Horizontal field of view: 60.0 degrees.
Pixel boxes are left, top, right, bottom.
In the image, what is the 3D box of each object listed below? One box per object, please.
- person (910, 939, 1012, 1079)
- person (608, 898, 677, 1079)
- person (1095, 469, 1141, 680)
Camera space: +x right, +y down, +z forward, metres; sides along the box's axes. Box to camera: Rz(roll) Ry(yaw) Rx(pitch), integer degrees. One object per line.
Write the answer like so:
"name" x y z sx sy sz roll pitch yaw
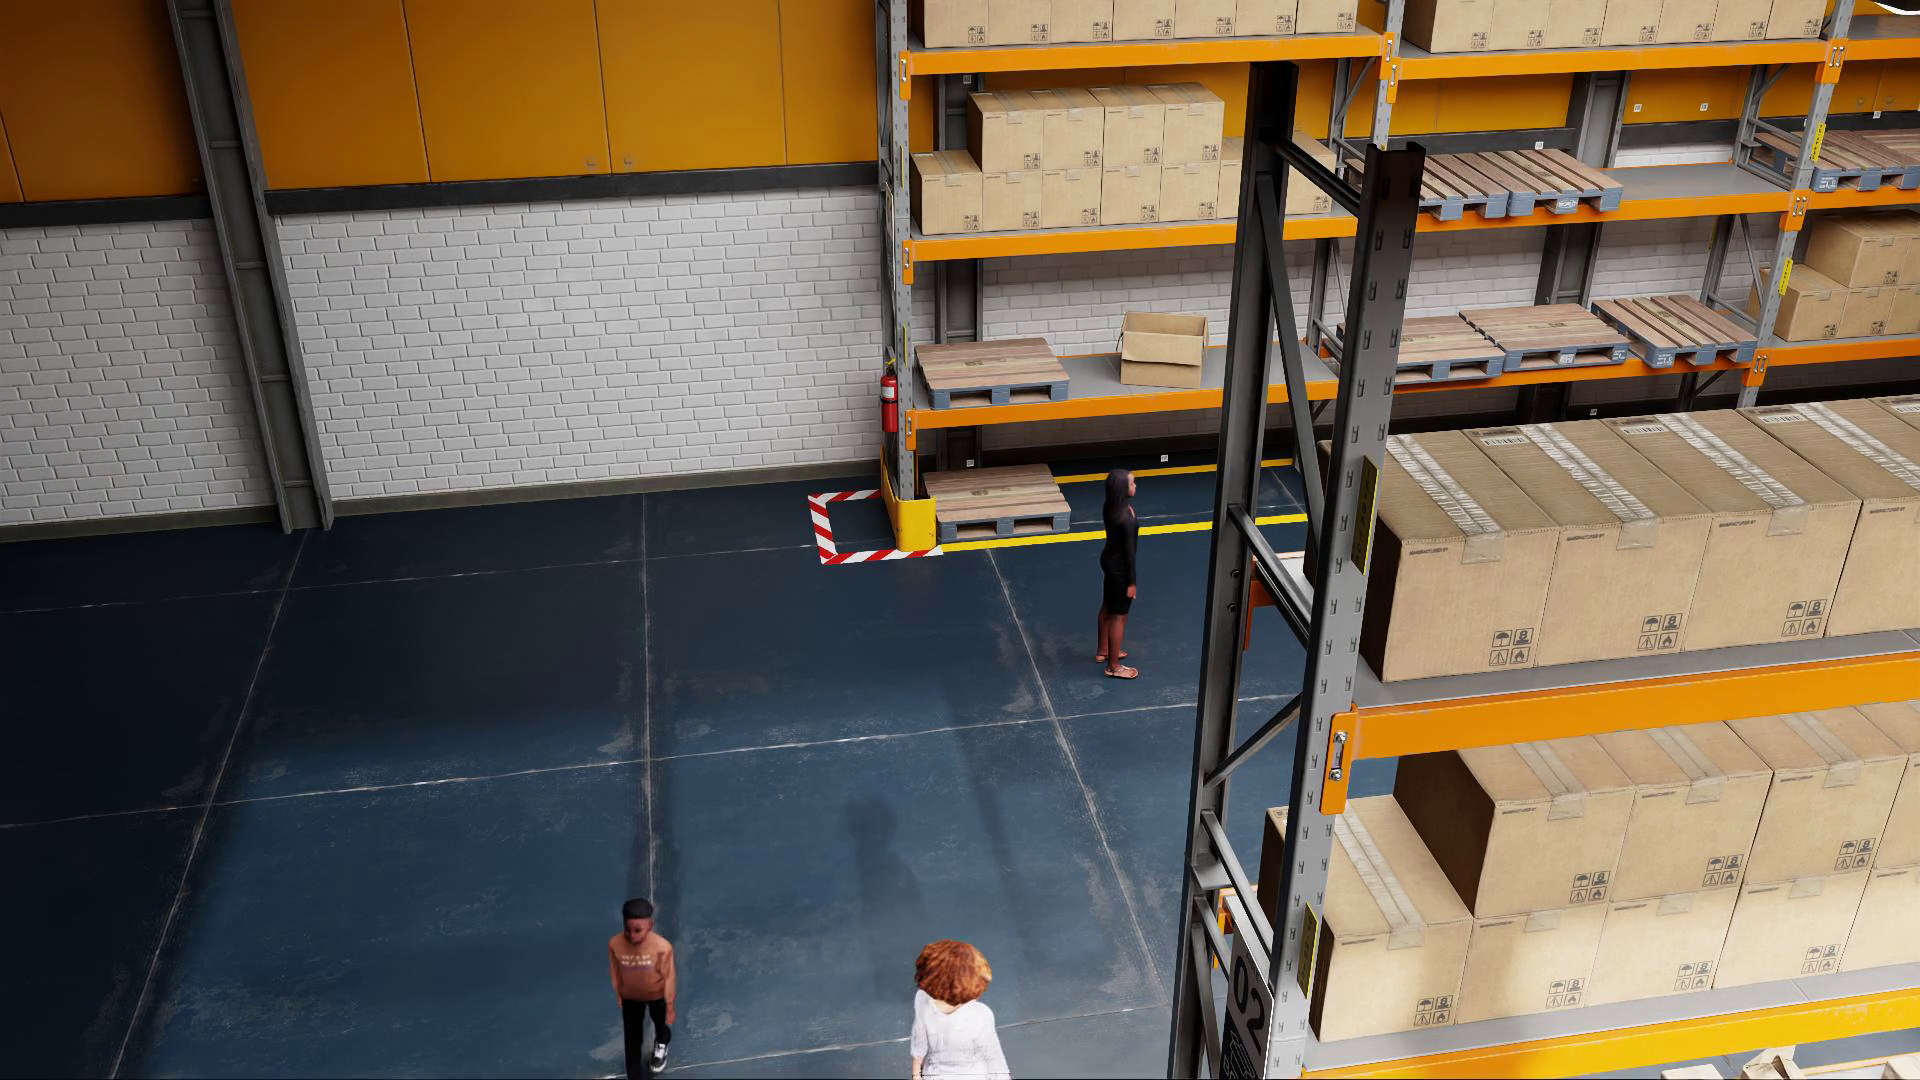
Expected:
"person" -0.084 2.710 8.139 0.971 1.684 1.084 25 37 38
"person" -1.702 2.433 9.120 0.828 1.231 0.718 2 29 4
"person" 1.210 0.235 12.638 0.493 1.720 0.616 -6 29 -11
